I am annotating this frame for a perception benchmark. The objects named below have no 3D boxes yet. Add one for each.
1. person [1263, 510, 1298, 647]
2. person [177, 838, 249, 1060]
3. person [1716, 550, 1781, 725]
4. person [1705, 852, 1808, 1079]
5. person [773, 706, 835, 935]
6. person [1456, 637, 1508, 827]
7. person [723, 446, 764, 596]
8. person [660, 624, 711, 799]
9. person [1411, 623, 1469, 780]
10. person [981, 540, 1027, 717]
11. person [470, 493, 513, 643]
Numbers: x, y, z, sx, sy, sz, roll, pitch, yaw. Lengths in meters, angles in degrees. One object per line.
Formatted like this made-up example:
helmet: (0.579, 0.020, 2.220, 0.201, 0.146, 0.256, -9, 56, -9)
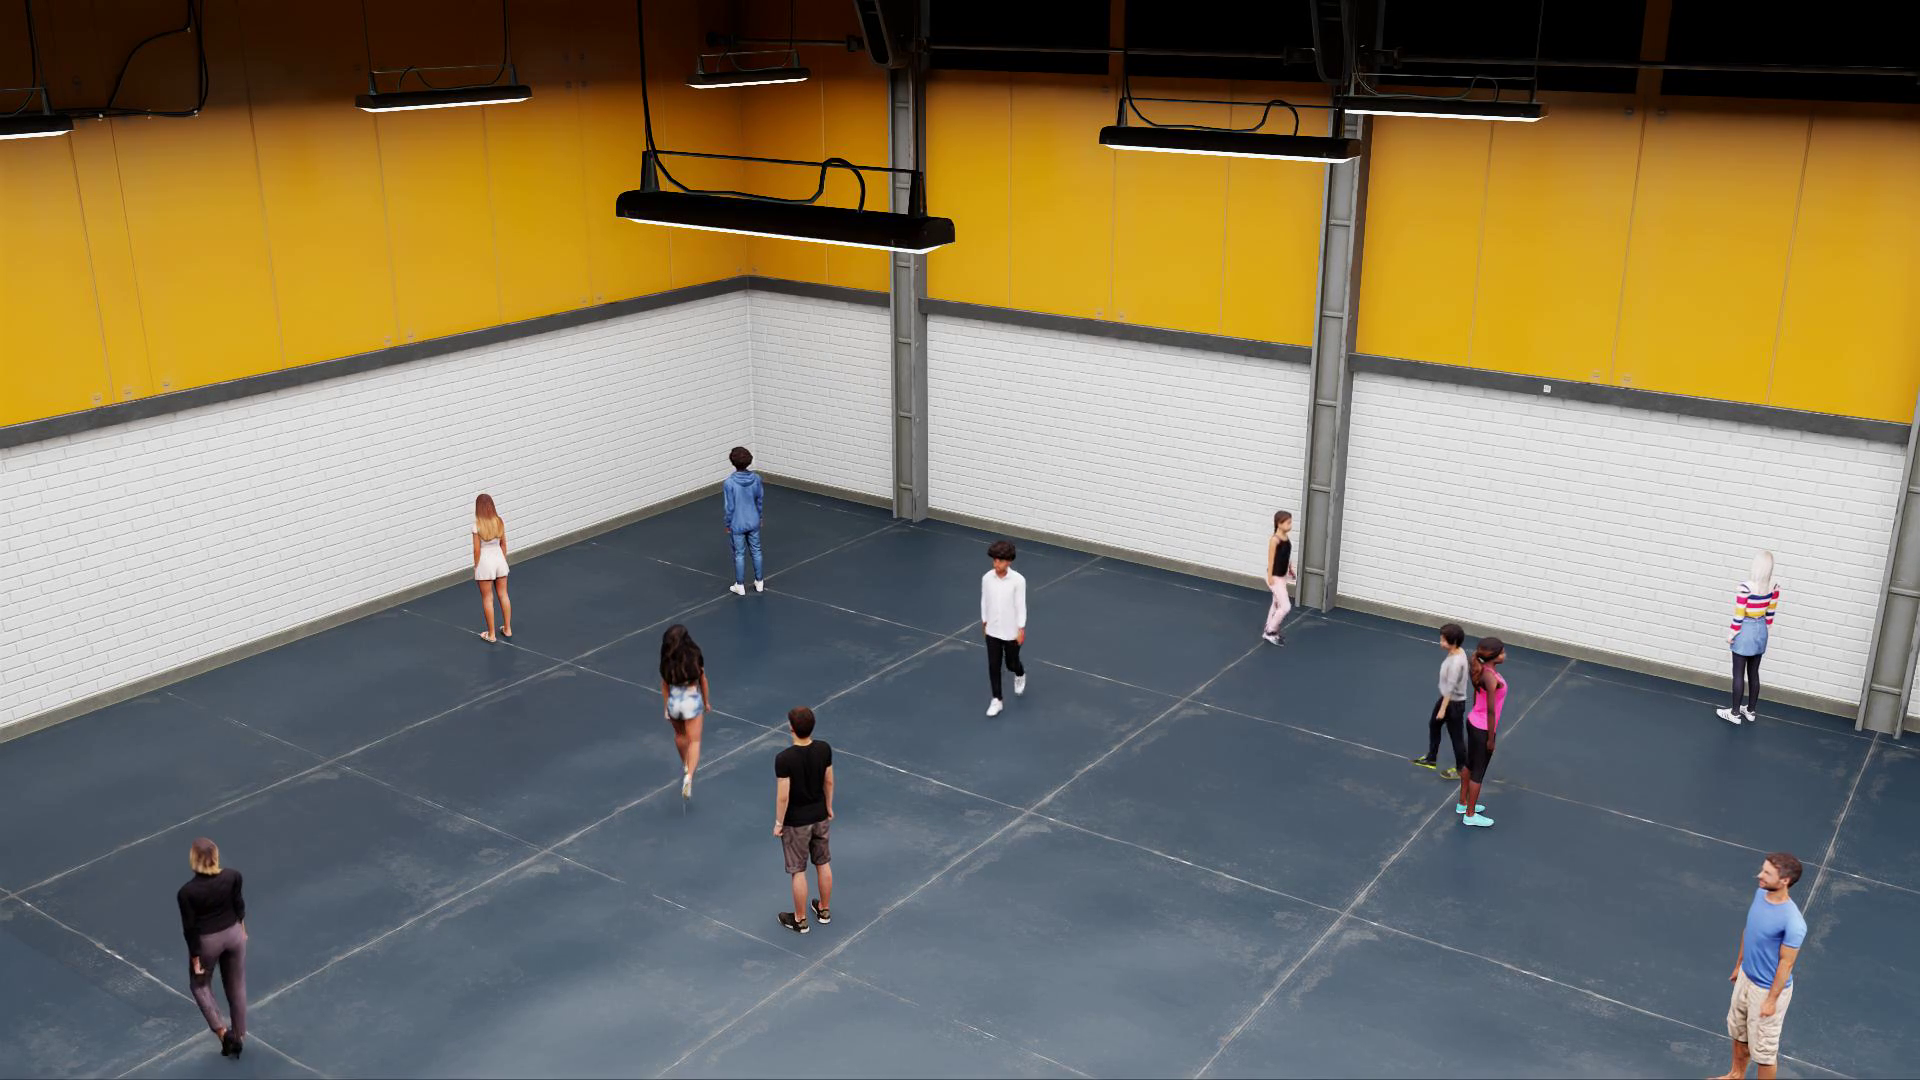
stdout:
person: (3.475, 0.400, 18.498, 0.579, 1.552, 0.529, 11, 22, 30)
person: (-4.969, 2.793, 11.223, 0.655, 1.662, 0.671, -17, 25, -41)
person: (7.844, 0.942, 16.488, 0.721, 1.808, 0.745, -5, 19, -16)
person: (5.191, 2.848, 10.740, 0.781, 1.864, 0.738, -2, 19, -5)
person: (-1.195, 2.141, 12.843, 0.754, 1.862, 0.707, -13, 23, -34)
person: (4.554, 1.646, 14.531, 0.696, 1.723, 0.663, 1, 19, 2)
person: (-2.600, -0.240, 19.998, 0.754, 1.808, 0.722, -10, 21, -28)
person: (-2.474, 1.565, 14.973, 1.023, 1.595, 0.963, 1, 19, 3)
person: (4.612, 1.499, 15.273, 0.834, 1.528, 0.722, 5, 19, 15)
person: (0.468, 0.849, 16.778, 0.938, 1.798, 0.822, 8, 20, 21)
person: (-5.246, 0.293, 18.590, 0.614, 1.697, 0.605, -16, 25, -40)
